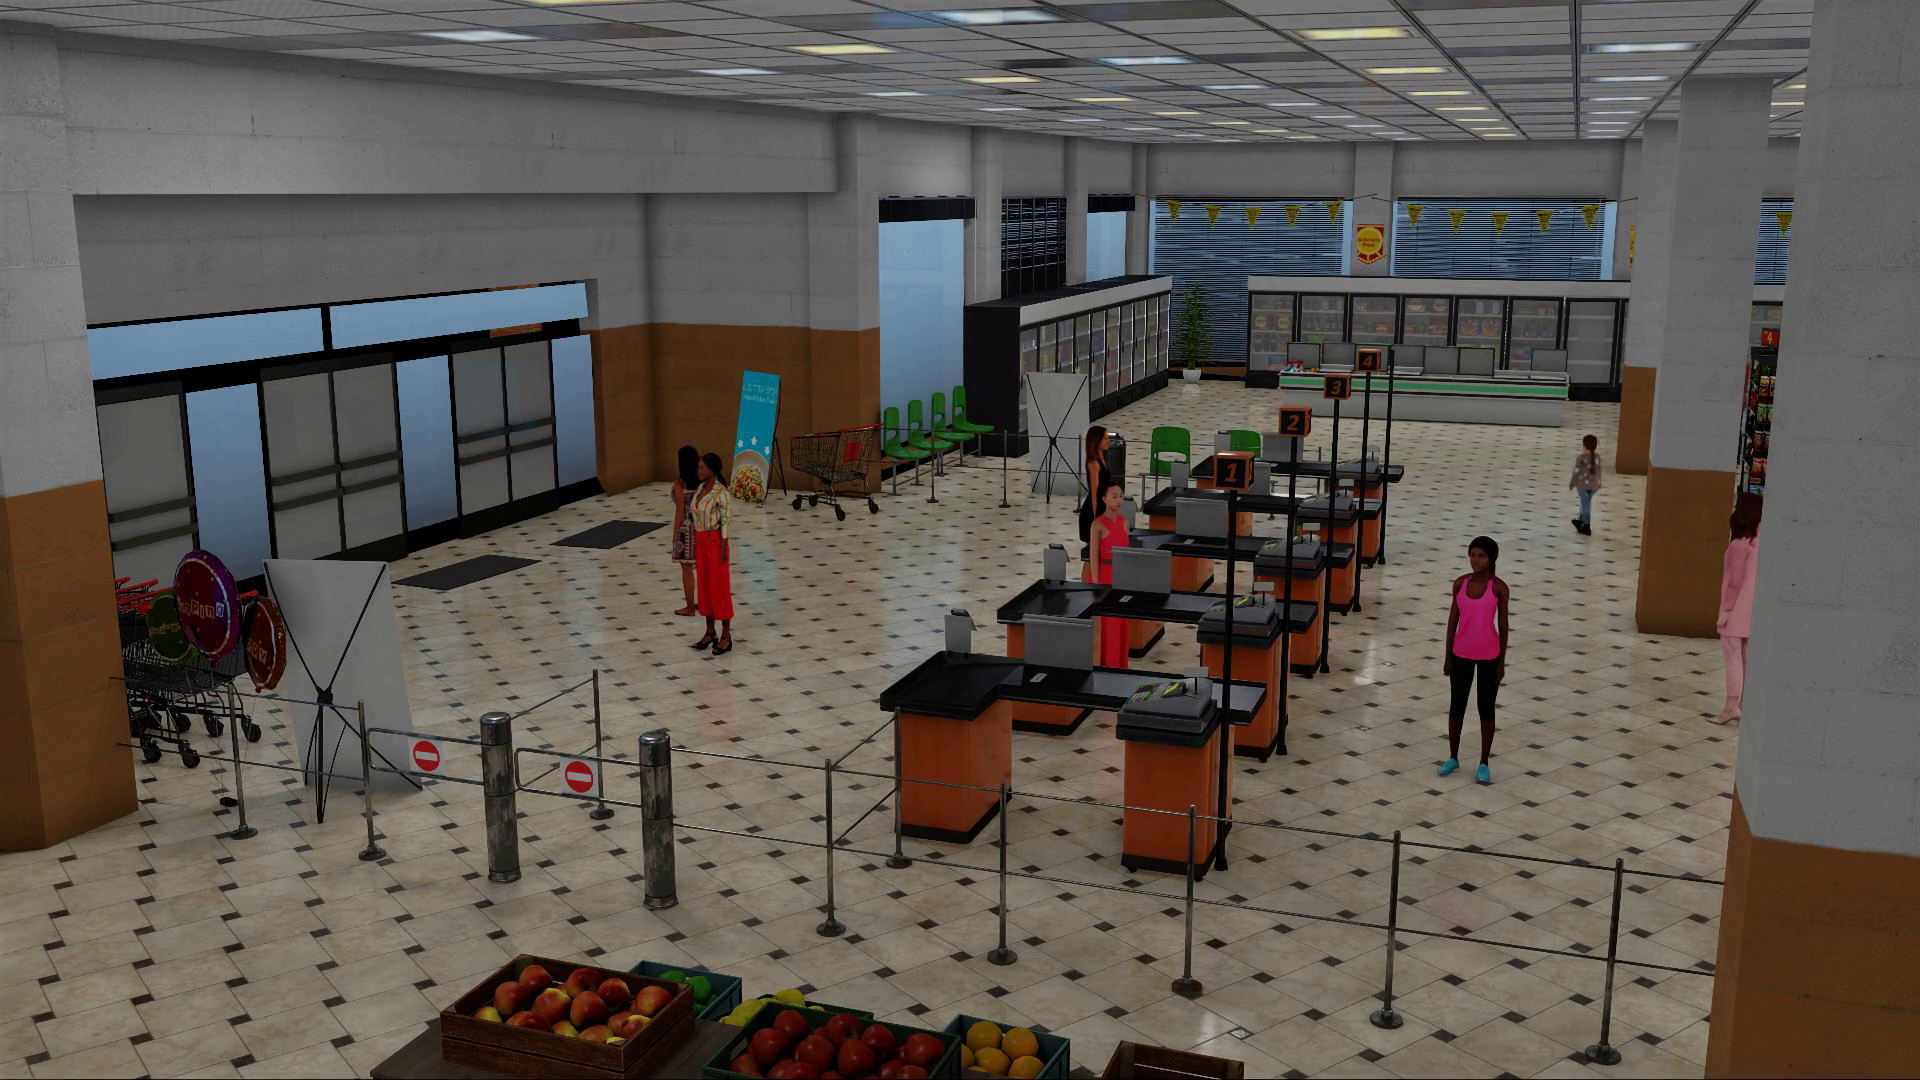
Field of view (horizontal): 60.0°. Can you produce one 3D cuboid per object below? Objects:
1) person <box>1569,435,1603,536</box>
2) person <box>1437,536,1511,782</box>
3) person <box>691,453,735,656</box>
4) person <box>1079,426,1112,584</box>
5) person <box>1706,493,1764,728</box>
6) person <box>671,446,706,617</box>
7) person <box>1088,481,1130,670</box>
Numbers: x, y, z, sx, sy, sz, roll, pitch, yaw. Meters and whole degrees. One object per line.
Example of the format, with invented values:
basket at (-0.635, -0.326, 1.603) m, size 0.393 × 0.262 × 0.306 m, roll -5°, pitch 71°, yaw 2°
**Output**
person at (7.472, -0.643, 19.734) m, size 0.730 × 1.181 × 0.756 m, roll -3°, pitch 12°, yaw -14°
person at (3.577, 0.812, 11.508) m, size 0.536 × 1.723 × 0.665 m, roll 7°, pitch 14°, yaw 30°
person at (-2.174, 0.115, 14.648) m, size 0.607 × 1.792 × 0.740 m, roll 11°, pitch 16°, yaw 43°
person at (1.304, -0.185, 15.972) m, size 0.574 × 1.834 × 0.614 m, roll 2°, pitch 12°, yaw 10°
person at (5.963, 0.528, 12.660) m, size 0.686 × 1.803 × 0.713 m, roll -8°, pitch 14°, yaw -33°
person at (-2.593, -0.098, 16.017) m, size 0.596 × 1.645 × 0.692 m, roll 7°, pitch 14°, yaw 31°
person at (1.213, 0.368, 13.606) m, size 0.712 × 1.727 × 0.734 m, roll -9°, pitch 15°, yaw -38°
